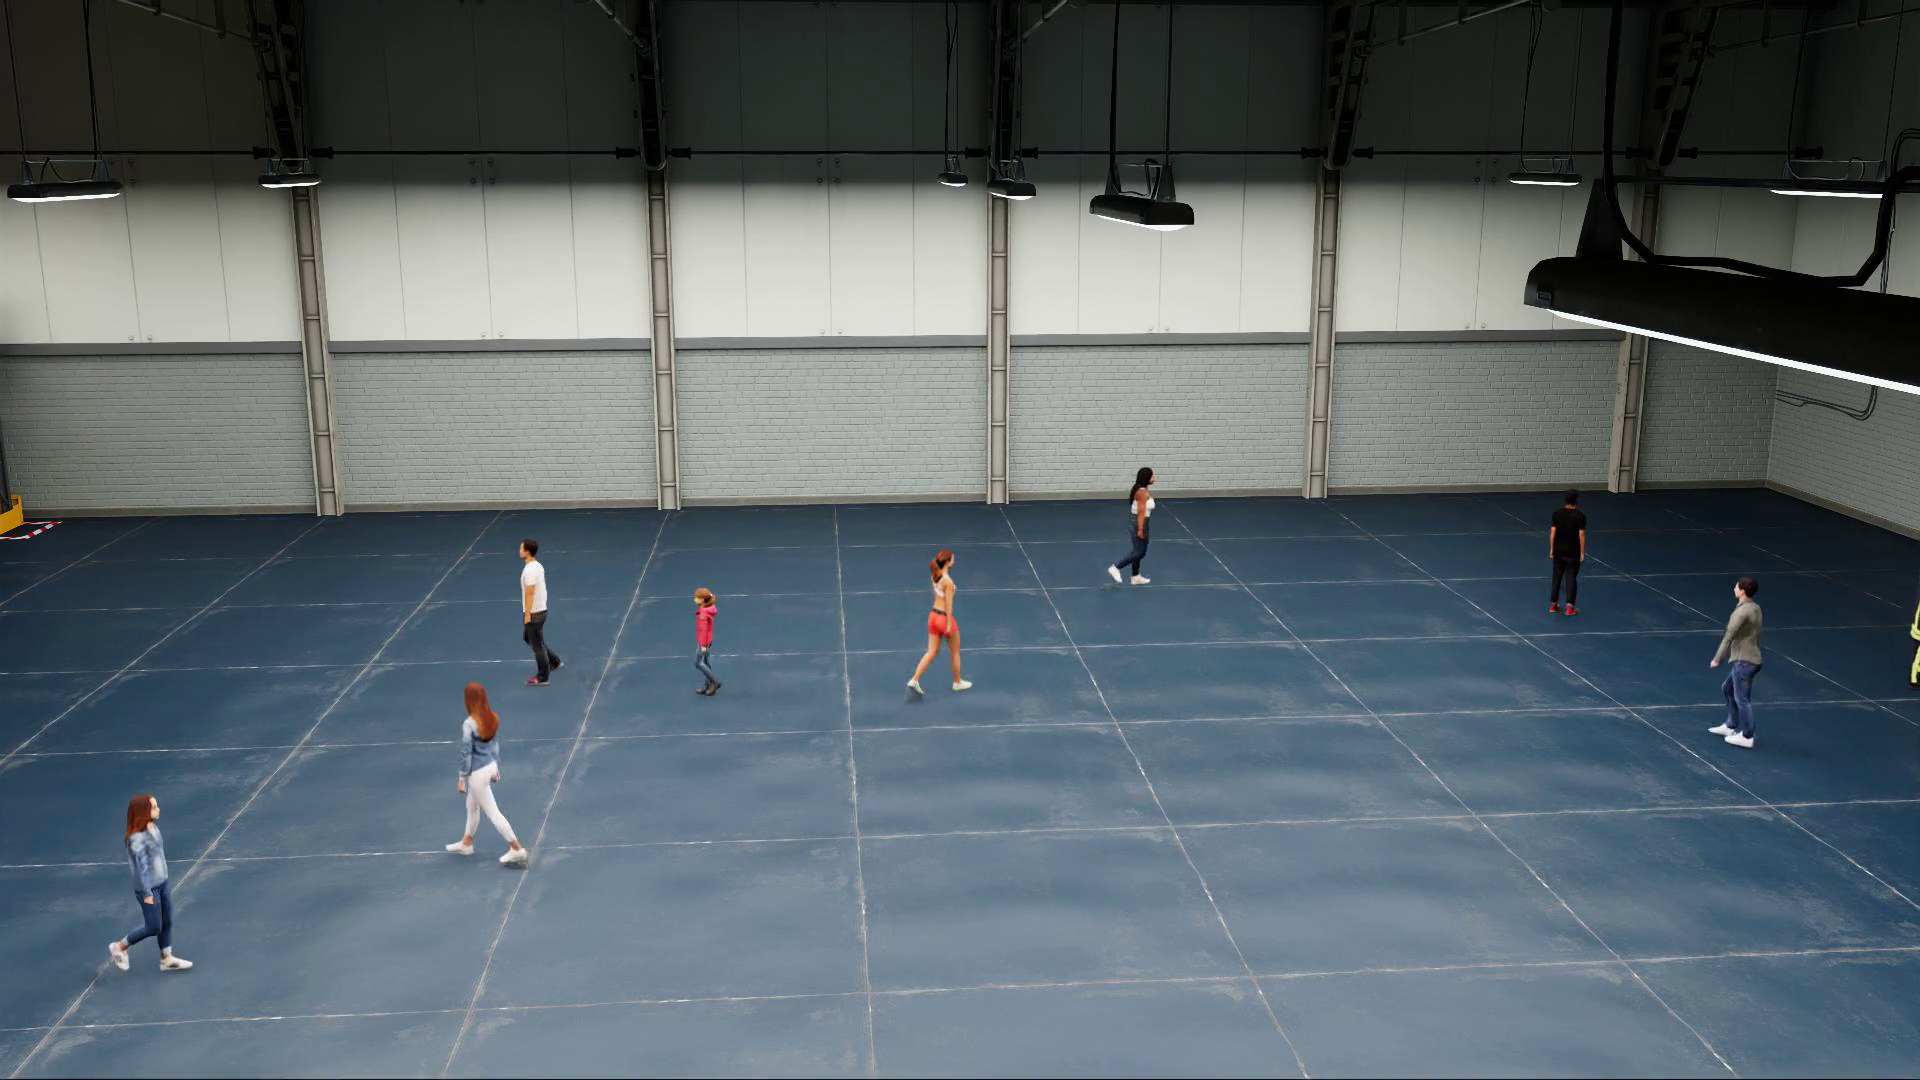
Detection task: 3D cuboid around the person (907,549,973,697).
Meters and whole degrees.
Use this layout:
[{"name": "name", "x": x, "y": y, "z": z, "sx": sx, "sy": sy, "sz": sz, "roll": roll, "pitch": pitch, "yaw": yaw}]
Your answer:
[{"name": "person", "x": -0.286, "y": 0.997, "z": 19.549, "sx": 1.191, "sy": 1.759, "sz": 1.000, "roll": -10, "pitch": 17, "yaw": -38}]

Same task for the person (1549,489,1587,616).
[{"name": "person", "x": 8.457, "y": 0.160, "z": 23.166, "sx": 0.704, "sy": 1.757, "sz": 0.762, "roll": 11, "pitch": 17, "yaw": 39}]

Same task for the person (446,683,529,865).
[{"name": "person", "x": -4.210, "y": 2.123, "z": 14.889, "sx": 1.163, "sy": 1.667, "sz": 0.860, "roll": 3, "pitch": 13, "yaw": 14}]

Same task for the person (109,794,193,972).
[{"name": "person", "x": -6.341, "y": 2.690, "z": 12.892, "sx": 0.772, "sy": 1.464, "sz": 0.564, "roll": -1, "pitch": 13, "yaw": -5}]

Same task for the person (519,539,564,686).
[{"name": "person", "x": -5.026, "y": 0.867, "z": 20.038, "sx": 0.702, "sy": 1.792, "sz": 0.661, "roll": -2, "pitch": 13, "yaw": -8}]

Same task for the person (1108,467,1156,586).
[{"name": "person", "x": 2.542, "y": -0.184, "z": 24.594, "sx": 0.882, "sy": 1.784, "sz": 0.630, "roll": -1, "pitch": 13, "yaw": -2}]

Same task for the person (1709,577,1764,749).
[{"name": "person", "x": 8.531, "y": 1.340, "z": 17.883, "sx": 0.974, "sy": 1.843, "sz": 0.911, "roll": 11, "pitch": 17, "yaw": 39}]

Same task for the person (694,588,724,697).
[{"name": "person", "x": -2.948, "y": 1.209, "z": 19.624, "sx": 0.577, "sy": 1.311, "sz": 0.549, "roll": 0, "pitch": 13, "yaw": 0}]

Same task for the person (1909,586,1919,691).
[{"name": "person", "x": 11.608, "y": 0.889, "z": 19.880, "sx": 0.911, "sy": 1.820, "sz": 0.864, "roll": 9, "pitch": 16, "yaw": 35}]
